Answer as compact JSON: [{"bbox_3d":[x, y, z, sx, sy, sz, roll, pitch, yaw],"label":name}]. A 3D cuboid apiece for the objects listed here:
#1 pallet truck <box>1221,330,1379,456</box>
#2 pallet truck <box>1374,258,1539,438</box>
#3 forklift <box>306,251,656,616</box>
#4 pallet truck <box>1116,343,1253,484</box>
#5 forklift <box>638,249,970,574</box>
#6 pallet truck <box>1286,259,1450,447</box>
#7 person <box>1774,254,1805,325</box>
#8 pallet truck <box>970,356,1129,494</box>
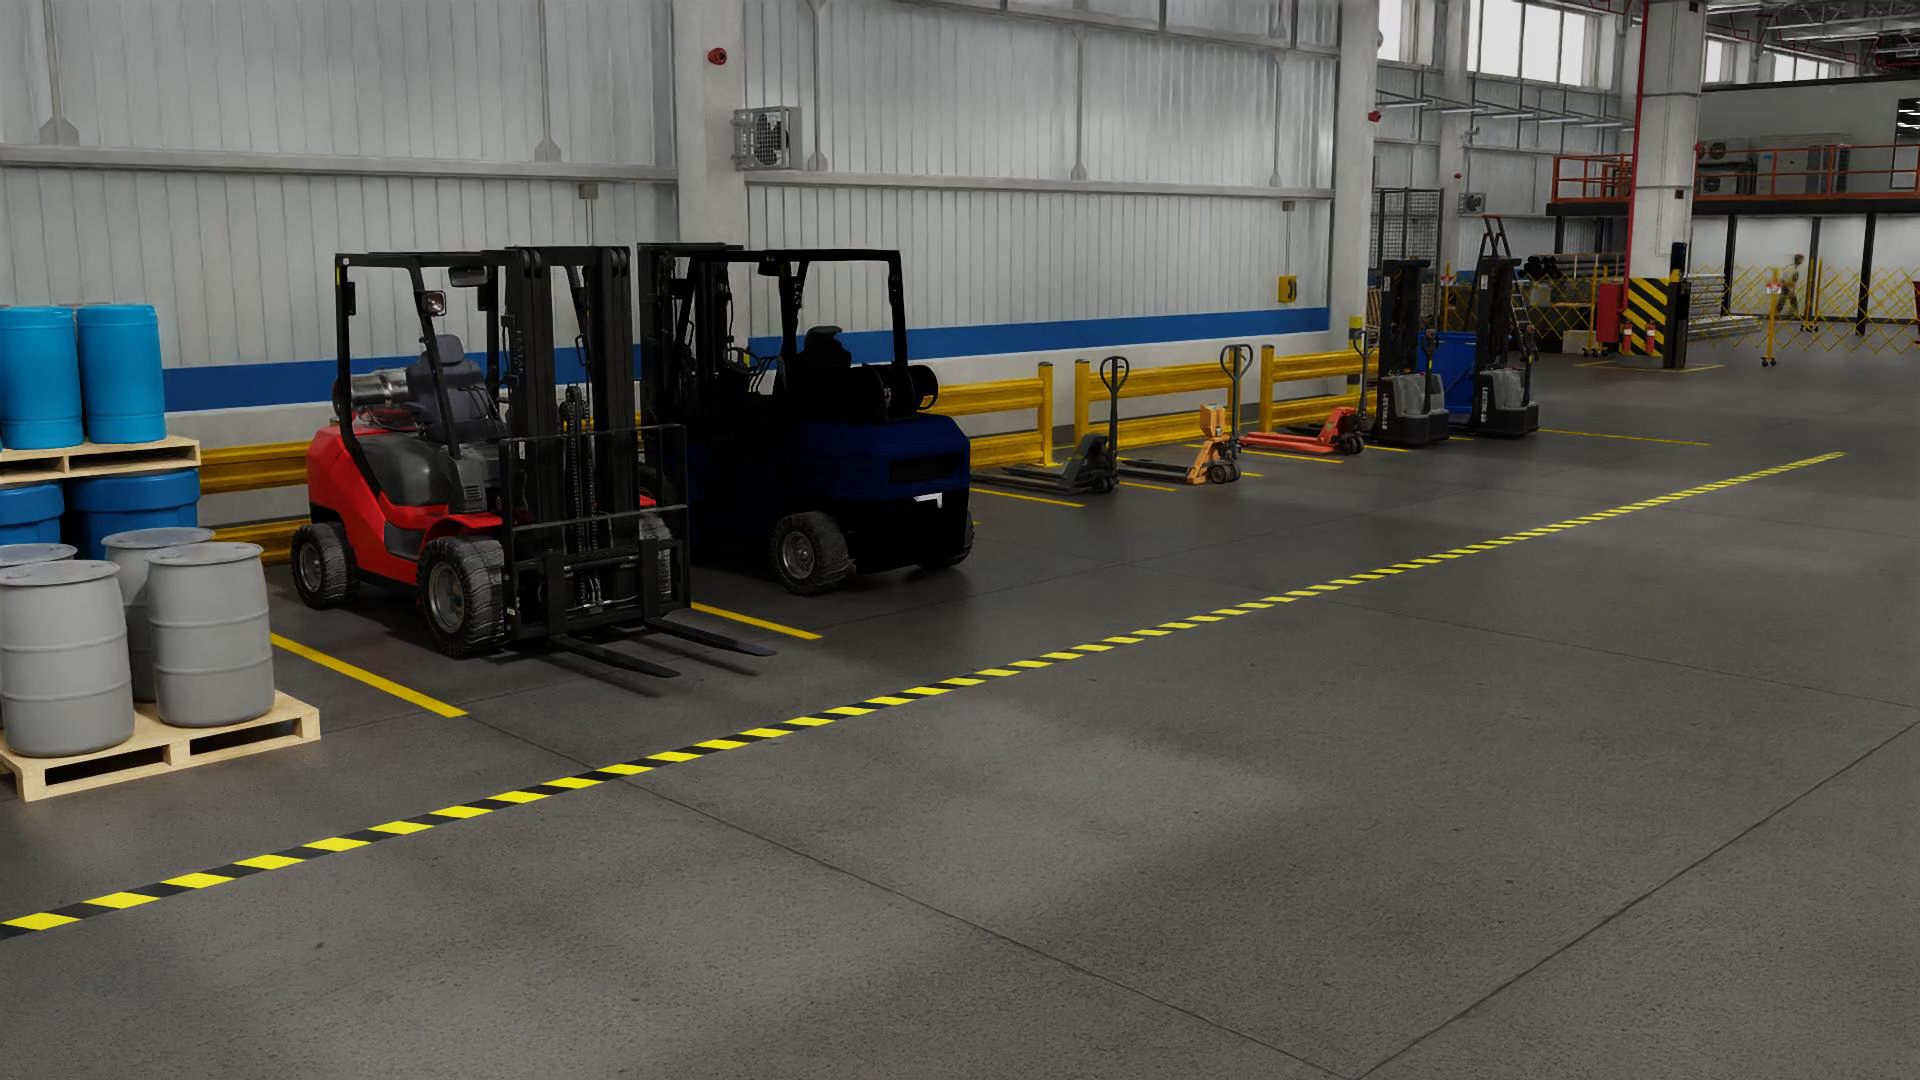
[{"bbox_3d":[3.563,-1.581,17.381,0.653,1.274,1.630,-10,14,-44],"label":"pallet truck"},{"bbox_3d":[5.704,-2.208,18.901,1.885,1.965,0.823,10,14,43],"label":"pallet truck"},{"bbox_3d":[-2.833,-0.669,9.694,1.157,1.987,2.680,-10,14,-44],"label":"forklift"},{"bbox_3d":[1.962,-1.215,15.415,1.522,1.261,0.704,10,14,43],"label":"pallet truck"},{"bbox_3d":[-1.173,-0.958,11.239,2.680,1.987,1.157,10,14,43],"label":"forklift"},{"bbox_3d":[4.493,-2.078,18.196,0.823,1.965,1.885,-9,14,-40],"label":"pallet truck"},{"bbox_3d":[20.819,-6.260,41.611,0.928,1.772,0.549,9,13,39],"label":"person"},{"bbox_3d":[0.784,-1.085,14.876,0.680,1.201,1.601,-10,14,-44],"label":"pallet truck"}]
